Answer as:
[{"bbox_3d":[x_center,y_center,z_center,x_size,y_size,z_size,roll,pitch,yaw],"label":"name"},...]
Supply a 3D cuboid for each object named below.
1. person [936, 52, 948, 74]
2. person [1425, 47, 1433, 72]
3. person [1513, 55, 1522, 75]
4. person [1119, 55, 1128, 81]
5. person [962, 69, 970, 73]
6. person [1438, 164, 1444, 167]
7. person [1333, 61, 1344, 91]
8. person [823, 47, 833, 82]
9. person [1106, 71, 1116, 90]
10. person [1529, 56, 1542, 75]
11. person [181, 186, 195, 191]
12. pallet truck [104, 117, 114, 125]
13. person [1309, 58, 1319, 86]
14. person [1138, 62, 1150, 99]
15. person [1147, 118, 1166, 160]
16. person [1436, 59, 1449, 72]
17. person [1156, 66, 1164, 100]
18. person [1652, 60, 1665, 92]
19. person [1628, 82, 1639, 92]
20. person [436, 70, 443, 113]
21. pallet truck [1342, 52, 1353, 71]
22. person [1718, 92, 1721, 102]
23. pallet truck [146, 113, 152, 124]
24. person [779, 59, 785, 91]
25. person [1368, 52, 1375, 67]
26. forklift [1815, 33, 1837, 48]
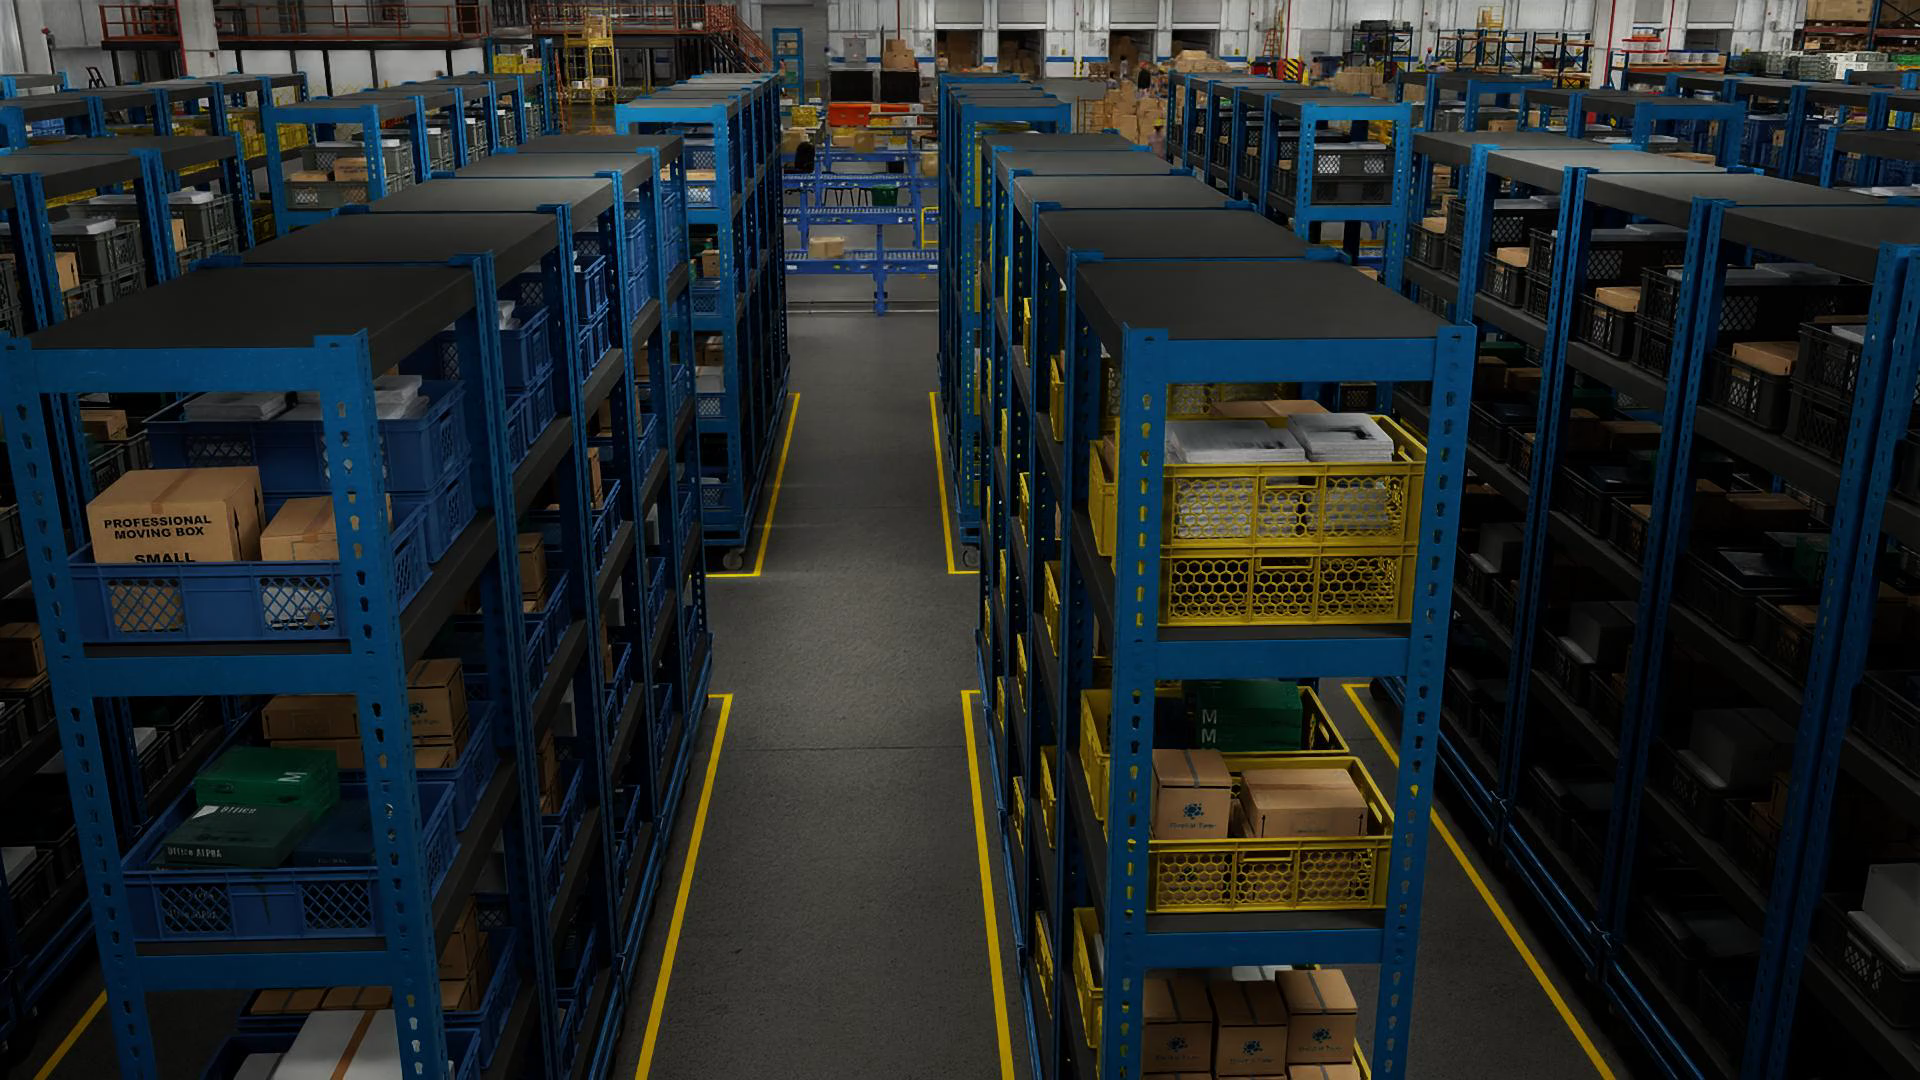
[{"bbox_3d":[-0.934,-24.332,86.166,0.610,1.870,0.978,0,18,-1],"label":"person"},{"bbox_3d":[26.031,-26.385,92.422,0.362,1.938,0.545,-1,18,-4],"label":"person"},{"bbox_3d":[26.642,-22.300,79.849,0.653,1.885,1.003,-10,20,-27],"label":"person"},{"bbox_3d":[8.262,-23.405,83.386,0.627,1.821,0.639,2,18,5],"label":"person"},{"bbox_3d":[0.207,-15.823,59.570,0.397,2.043,0.609,-7,19,-21],"label":"person"},{"bbox_3d":[12.560,-10.348,43.025,0.604,1.780,0.918,-1,18,-3],"label":"person"},{"bbox_3d":[17.719,-21.532,77.757,0.784,1.714,0.493,12,22,34],"label":"person"},{"bbox_3d":[-7.495,-26.892,93.996,0.448,1.931,0.628,2,18,7],"label":"person"},{"bbox_3d":[5.654,-16.610,62.308,0.322,1.862,0.516,-15,24,-40],"label":"person"},{"bbox_3d":[27.487,-22.213,79.636,0.605,1.854,0.955,1,18,2],"label":"person"},{"bbox_3d":[-12.535,-5.102,26.736,0.404,1.829,0.591,13,22,34],"label":"person"},{"bbox_3d":[-18.367,-7.885,35.078,1.885,1.965,0.823,1,18,2],"label":"pallet truck"},{"bbox_3d":[18.010,-23.623,84.351,0.914,1.642,0.527,14,23,37],"label":"person"},{"bbox_3d":[7.456,-18.421,67.684,0.396,1.993,0.617,-14,23,-37],"label":"person"},{"bbox_3d":[4.521,-8.825,38.376,0.547,1.741,0.711,7,19,21],"label":"person"},{"bbox_3d":[21.639,-20.627,74.721,0.600,1.860,1.055,10,20,28],"label":"person"},{"bbox_3d":[8.332,-18.825,69.307,0.330,1.765,0.533,0,18,1],"label":"person"},{"bbox_3d":[30.180,-19.738,71.810,0.366,1.962,0.614,-9,20,-27],"label":"person"},{"bbox_3d":[22.286,-14.521,55.545,0.858,2.000,0.697,9,20,26],"label":"person"},{"bbox_3d":[-19.650,-16.856,63.035,0.414,1.868,0.603,1,18,2],"label":"person"},{"bbox_3d":[18.794,-23.123,82.231,0.823,1.965,1.885,-13,22,-35],"label":"pallet truck"},{"bbox_3d":[27.540,-15.849,60.223,0.540,1.677,0.521,-14,22,-36],"label":"person"},{"bbox_3d":[-18.087,-8.309,36.390,1.885,1.965,0.823,-1,18,-4],"label":"pallet truck"},{"bbox_3d":[-8.699,-22.745,81.308,0.429,1.847,0.625,-7,19,-22],"label":"person"},{"bbox_3d":[21.269,-24.280,86.057,0.345,1.847,0.506,-4,18,-11],"label":"person"},{"bbox_3d":[44.522,-24.754,85.865,1.873,2.768,1.129,-17,24,-41],"label":"forklift"}]
